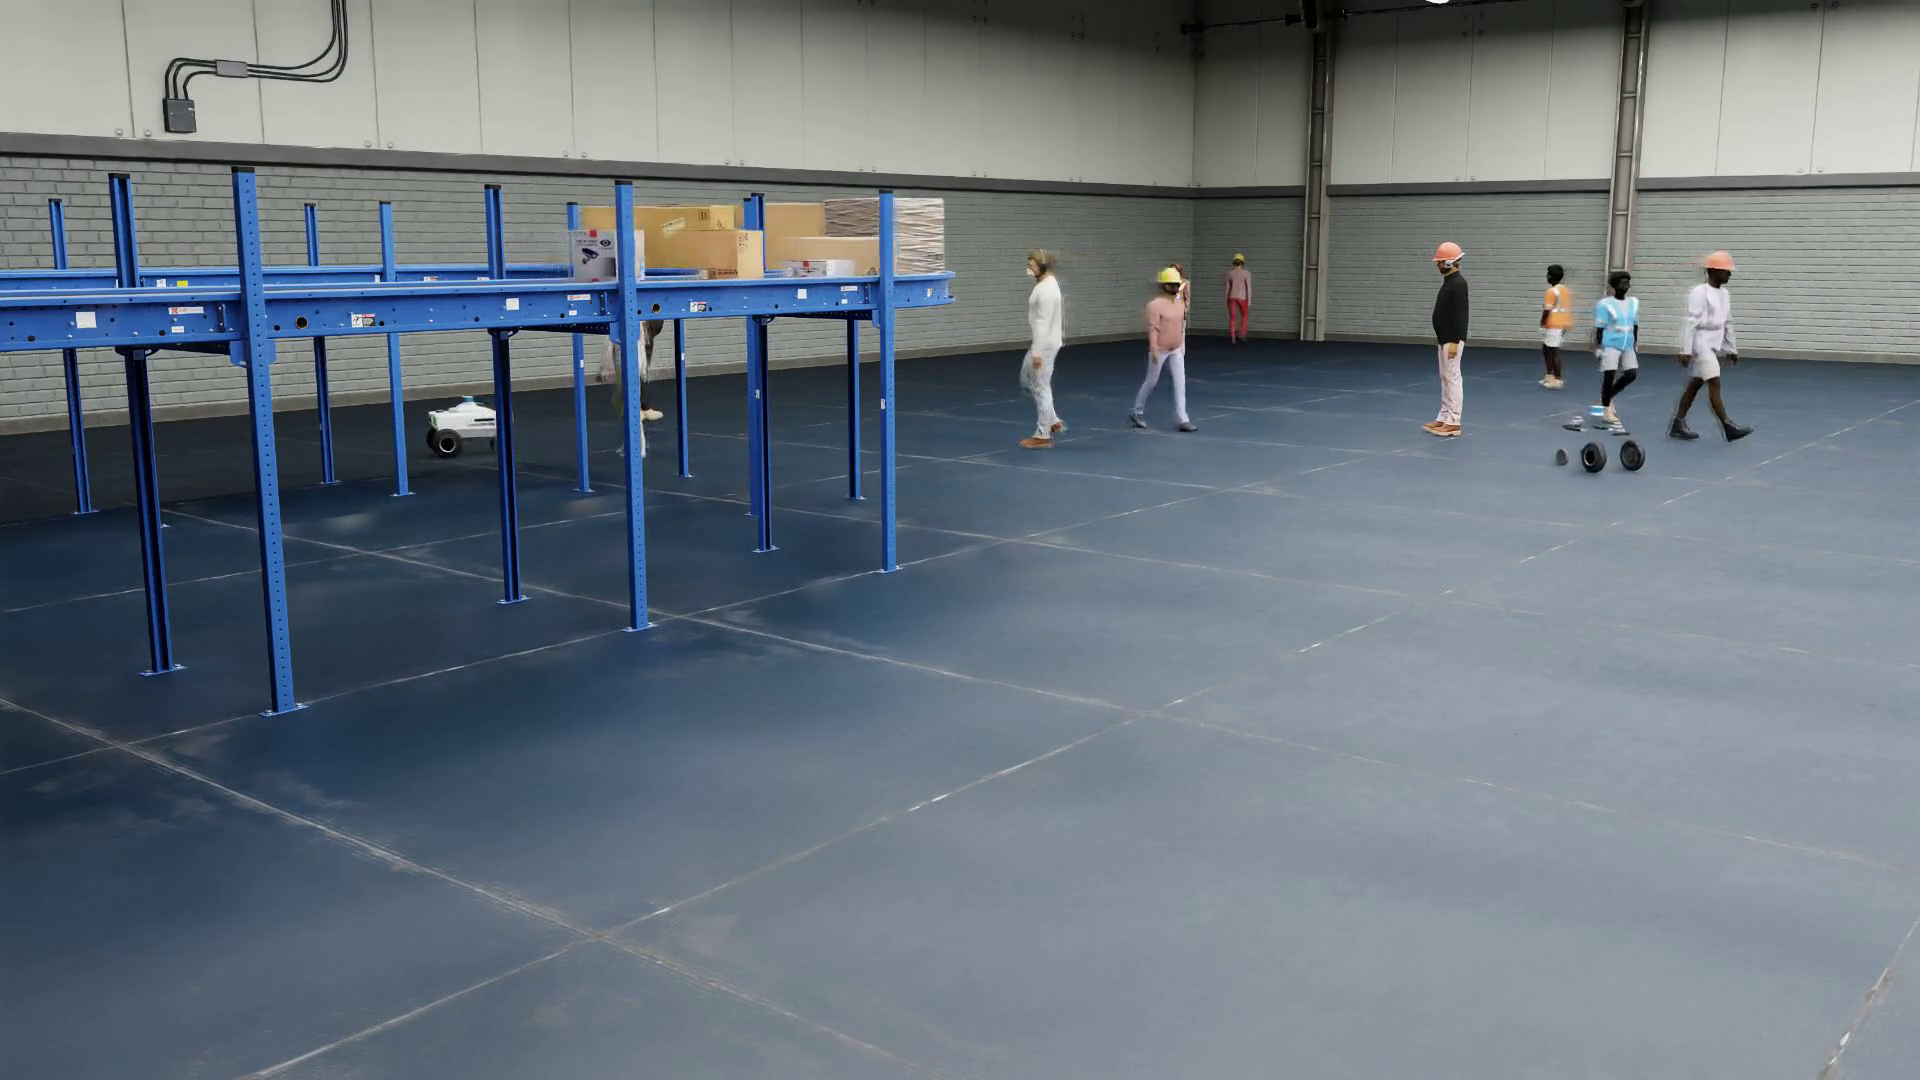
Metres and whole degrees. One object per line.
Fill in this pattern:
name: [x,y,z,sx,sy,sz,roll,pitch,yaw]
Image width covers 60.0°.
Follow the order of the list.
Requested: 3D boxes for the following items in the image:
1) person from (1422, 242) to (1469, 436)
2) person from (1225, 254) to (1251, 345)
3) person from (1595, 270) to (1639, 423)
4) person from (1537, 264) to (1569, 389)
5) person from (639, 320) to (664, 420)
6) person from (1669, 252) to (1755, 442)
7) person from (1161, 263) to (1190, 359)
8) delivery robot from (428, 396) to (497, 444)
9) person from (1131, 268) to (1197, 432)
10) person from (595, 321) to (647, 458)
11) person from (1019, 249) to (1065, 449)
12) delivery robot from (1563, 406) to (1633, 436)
person: [5.087,-2.094,17.345,0.392,1.988,0.609,1,10,4]
person: [5.438,-4.682,32.346,0.558,1.745,0.642,5,11,27]
person: [7.282,-2.147,18.470,0.550,1.681,0.398,-3,11,-15]
person: [8.040,-2.912,22.703,0.526,1.677,0.557,9,14,41]
person: [-3.642,-2.389,18.953,0.537,2.000,0.682,-6,12,-30]
person: [7.610,-1.925,16.669,0.576,1.887,0.965,-8,13,-38]
person: [3.593,-3.806,27.799,0.513,1.641,0.307,6,12,29]
delivery robot: [-4.666,-1.124,15.801,0.707,0.478,0.477,-4,11,-23]
person: [2.170,-2.046,17.803,0.533,1.729,0.892,-7,12,-35]
person: [-3.150,-1.564,15.459,0.507,1.612,0.498,3,11,15]
person: [0.780,-1.848,16.134,0.419,1.929,0.660,0,10,1]
delivery robot: [5.690,-1.079,14.833,0.335,0.223,0.698,-3,11,-18]
